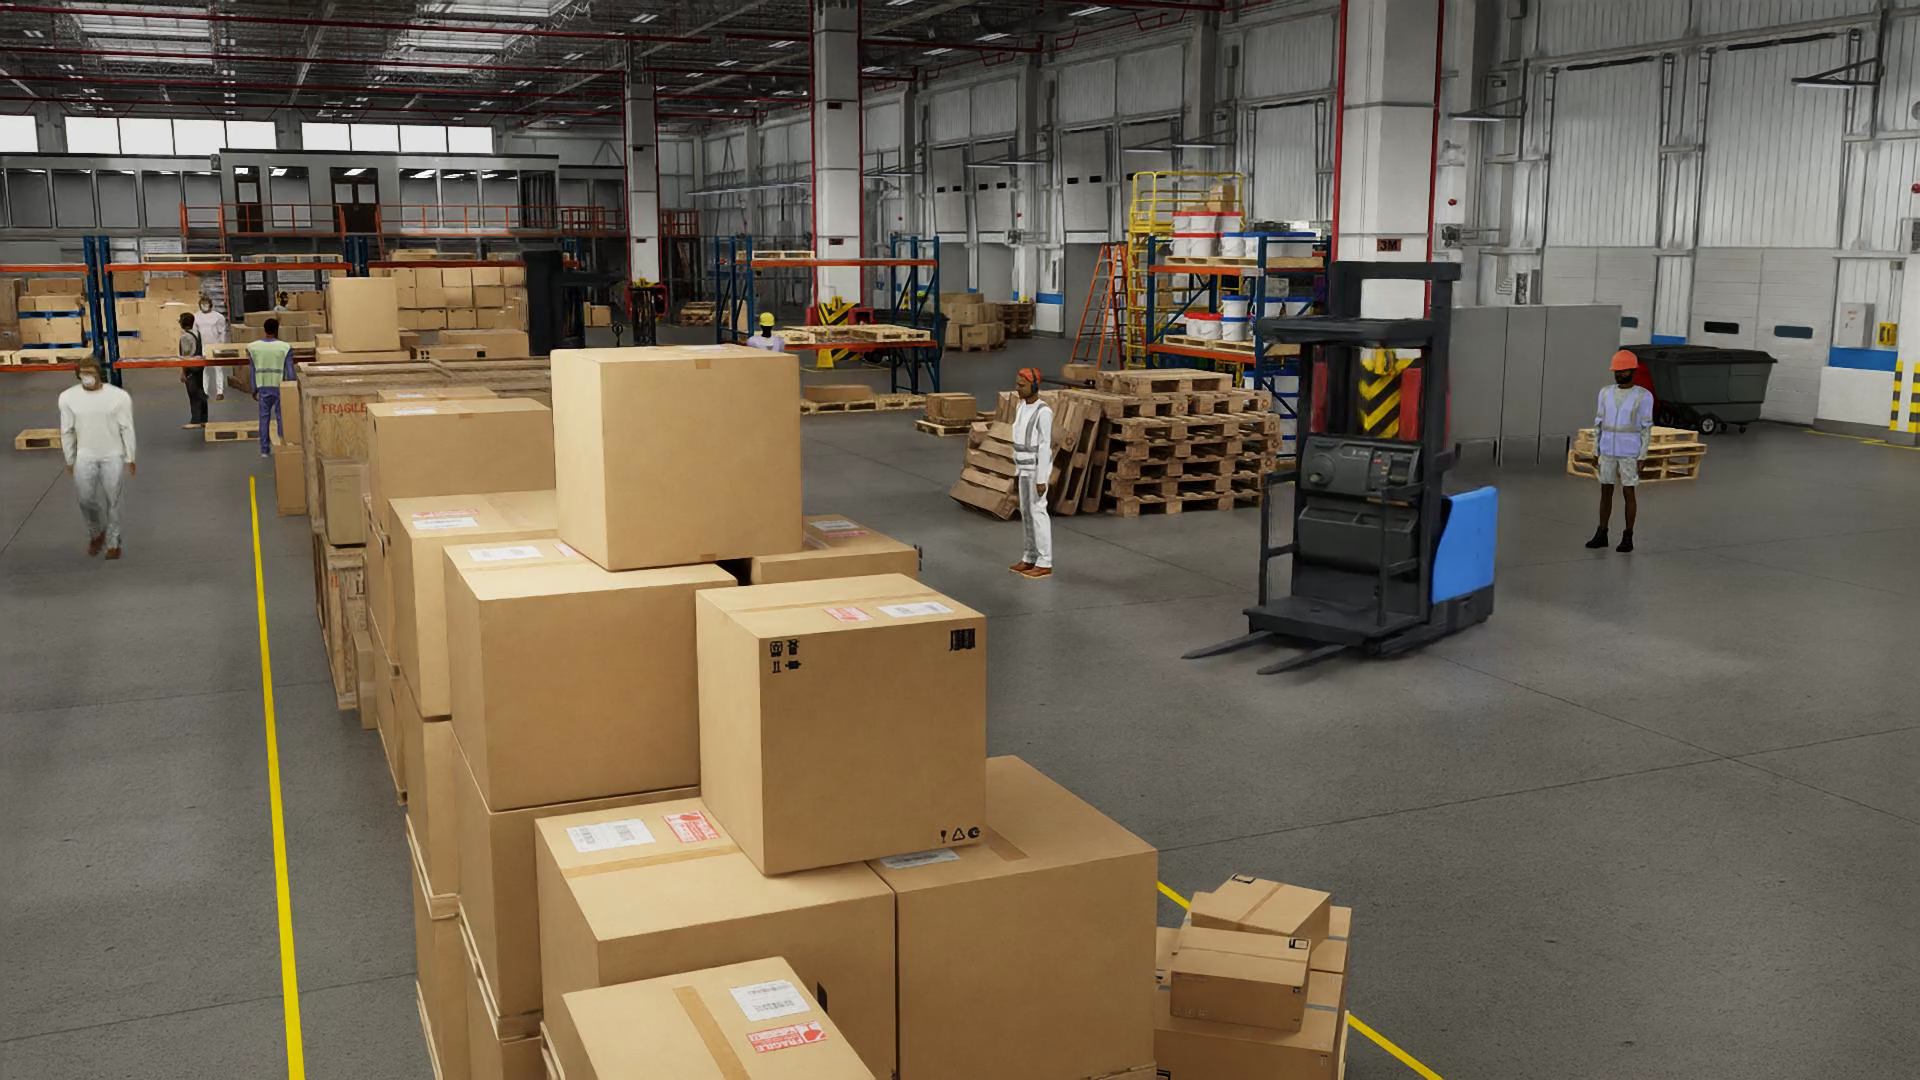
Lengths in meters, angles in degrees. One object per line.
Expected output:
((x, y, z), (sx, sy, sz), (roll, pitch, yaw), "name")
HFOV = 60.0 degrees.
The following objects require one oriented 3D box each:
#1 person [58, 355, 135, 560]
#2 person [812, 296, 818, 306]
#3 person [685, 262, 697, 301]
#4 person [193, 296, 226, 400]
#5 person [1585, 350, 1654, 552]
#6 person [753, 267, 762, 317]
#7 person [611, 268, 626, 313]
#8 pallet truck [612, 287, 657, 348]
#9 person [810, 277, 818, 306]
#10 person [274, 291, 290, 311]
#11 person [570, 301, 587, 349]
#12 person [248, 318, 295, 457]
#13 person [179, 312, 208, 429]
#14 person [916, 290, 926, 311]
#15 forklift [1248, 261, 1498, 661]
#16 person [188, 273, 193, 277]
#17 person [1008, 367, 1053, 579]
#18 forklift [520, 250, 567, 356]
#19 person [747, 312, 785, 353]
((-8.037, -0.761, 15.533), (0.647, 1.923, 0.426), (-3, 11, -17), "person")
((-3.388, -5.512, 42.001), (0.639, 1.818, 0.701), (2, 11, 12), "person")
((-12.808, -12.339, 79.265), (0.620, 1.959, 0.903), (-5, 12, -28), "person")
((-13.950, -3.558, 30.891), (0.632, 1.940, 0.372), (-1, 10, -7), "person")
((6.337, -0.852, 15.983), (0.359, 1.938, 0.547), (-10, 14, -44), "person")
((-7.760, -9.561, 64.022), (0.391, 1.922, 0.611), (0, 10, 2), "person")
((-13.762, -10.069, 67.091), (0.639, 1.832, 0.460), (-4, 11, -22), "person")
((-6.464, -4.406, 35.401), (0.823, 1.965, 1.885), (6, 12, 32), "pallet truck")
((-3.976, -6.548, 47.341), (0.604, 1.949, 0.389), (-3, 11, -14), "person")
((-14.460, -4.387, 35.650), (0.328, 1.872, 0.513), (1, 10, 8), "person")
((-8.704, -4.663, 37.799), (0.889, 1.640, 0.540), (3, 11, 18), "person")
((-9.453, -2.086, 22.881), (0.595, 1.908, 0.392), (-1, 10, -6), "person")
((-12.122, -2.668, 26.247), (0.346, 1.846, 0.505), (1, 10, 5), "person")
((-0.904, -5.335, 41.294), (0.610, 1.724, 0.484), (2, 11, 13), "person")
((3.198, -0.692, 12.499), (1.129, 2.768, 1.873), (10, 14, 42), "forklift")
((-24.818, -7.710, 53.909), (0.555, 1.902, 0.958), (8, 13, 38), "person")
((0.640, -0.594, 14.745), (0.351, 1.878, 0.569), (-4, 11, -19), "person")
((-5.798, -2.662, 23.356), (1.873, 2.768, 1.129), (0, 10, 2), "forklift")
((-2.823, -2.371, 24.390), (0.592, 1.923, 0.381), (-5, 12, -27), "person")
